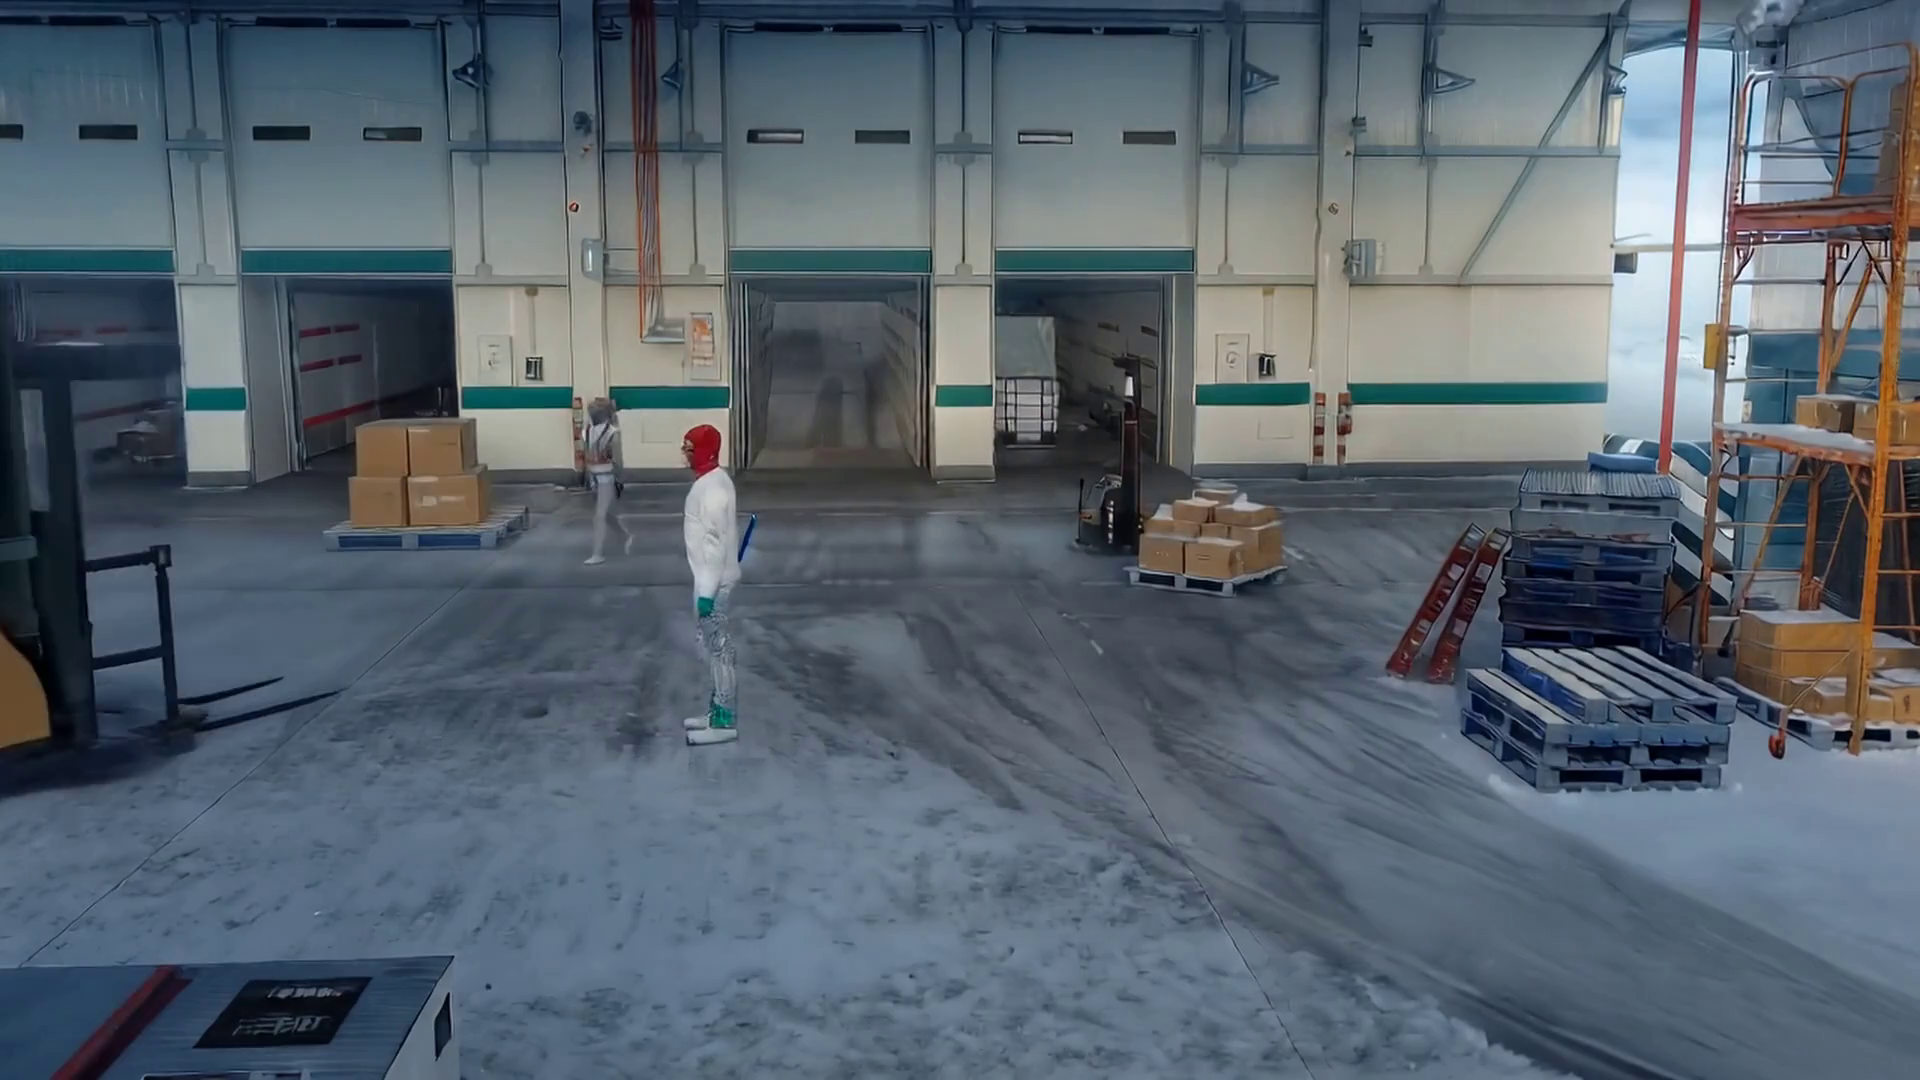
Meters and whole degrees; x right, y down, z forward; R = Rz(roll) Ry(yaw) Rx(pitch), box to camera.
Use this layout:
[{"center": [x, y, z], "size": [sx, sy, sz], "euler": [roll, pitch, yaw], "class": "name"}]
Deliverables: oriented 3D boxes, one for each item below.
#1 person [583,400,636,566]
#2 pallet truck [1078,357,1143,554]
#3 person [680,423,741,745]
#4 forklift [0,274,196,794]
[{"center": [-3.467, -0.583, 16.381], "size": [0.525, 1.617, 0.705], "euler": [7, 11, 38], "class": "person"}, {"center": [2.088, -0.836, 16.757], "size": [1.885, 1.965, 0.823], "euler": [2, 9, 13], "class": "pallet truck"}, {"center": [-1.511, 0.264, 10.038], "size": [0.372, 1.940, 0.627], "euler": [-1, 9, -9], "class": "person"}, {"center": [-5.454, -0.050, 9.058], "size": [1.129, 2.768, 1.873], "euler": [6, 11, 33], "class": "forklift"}]
